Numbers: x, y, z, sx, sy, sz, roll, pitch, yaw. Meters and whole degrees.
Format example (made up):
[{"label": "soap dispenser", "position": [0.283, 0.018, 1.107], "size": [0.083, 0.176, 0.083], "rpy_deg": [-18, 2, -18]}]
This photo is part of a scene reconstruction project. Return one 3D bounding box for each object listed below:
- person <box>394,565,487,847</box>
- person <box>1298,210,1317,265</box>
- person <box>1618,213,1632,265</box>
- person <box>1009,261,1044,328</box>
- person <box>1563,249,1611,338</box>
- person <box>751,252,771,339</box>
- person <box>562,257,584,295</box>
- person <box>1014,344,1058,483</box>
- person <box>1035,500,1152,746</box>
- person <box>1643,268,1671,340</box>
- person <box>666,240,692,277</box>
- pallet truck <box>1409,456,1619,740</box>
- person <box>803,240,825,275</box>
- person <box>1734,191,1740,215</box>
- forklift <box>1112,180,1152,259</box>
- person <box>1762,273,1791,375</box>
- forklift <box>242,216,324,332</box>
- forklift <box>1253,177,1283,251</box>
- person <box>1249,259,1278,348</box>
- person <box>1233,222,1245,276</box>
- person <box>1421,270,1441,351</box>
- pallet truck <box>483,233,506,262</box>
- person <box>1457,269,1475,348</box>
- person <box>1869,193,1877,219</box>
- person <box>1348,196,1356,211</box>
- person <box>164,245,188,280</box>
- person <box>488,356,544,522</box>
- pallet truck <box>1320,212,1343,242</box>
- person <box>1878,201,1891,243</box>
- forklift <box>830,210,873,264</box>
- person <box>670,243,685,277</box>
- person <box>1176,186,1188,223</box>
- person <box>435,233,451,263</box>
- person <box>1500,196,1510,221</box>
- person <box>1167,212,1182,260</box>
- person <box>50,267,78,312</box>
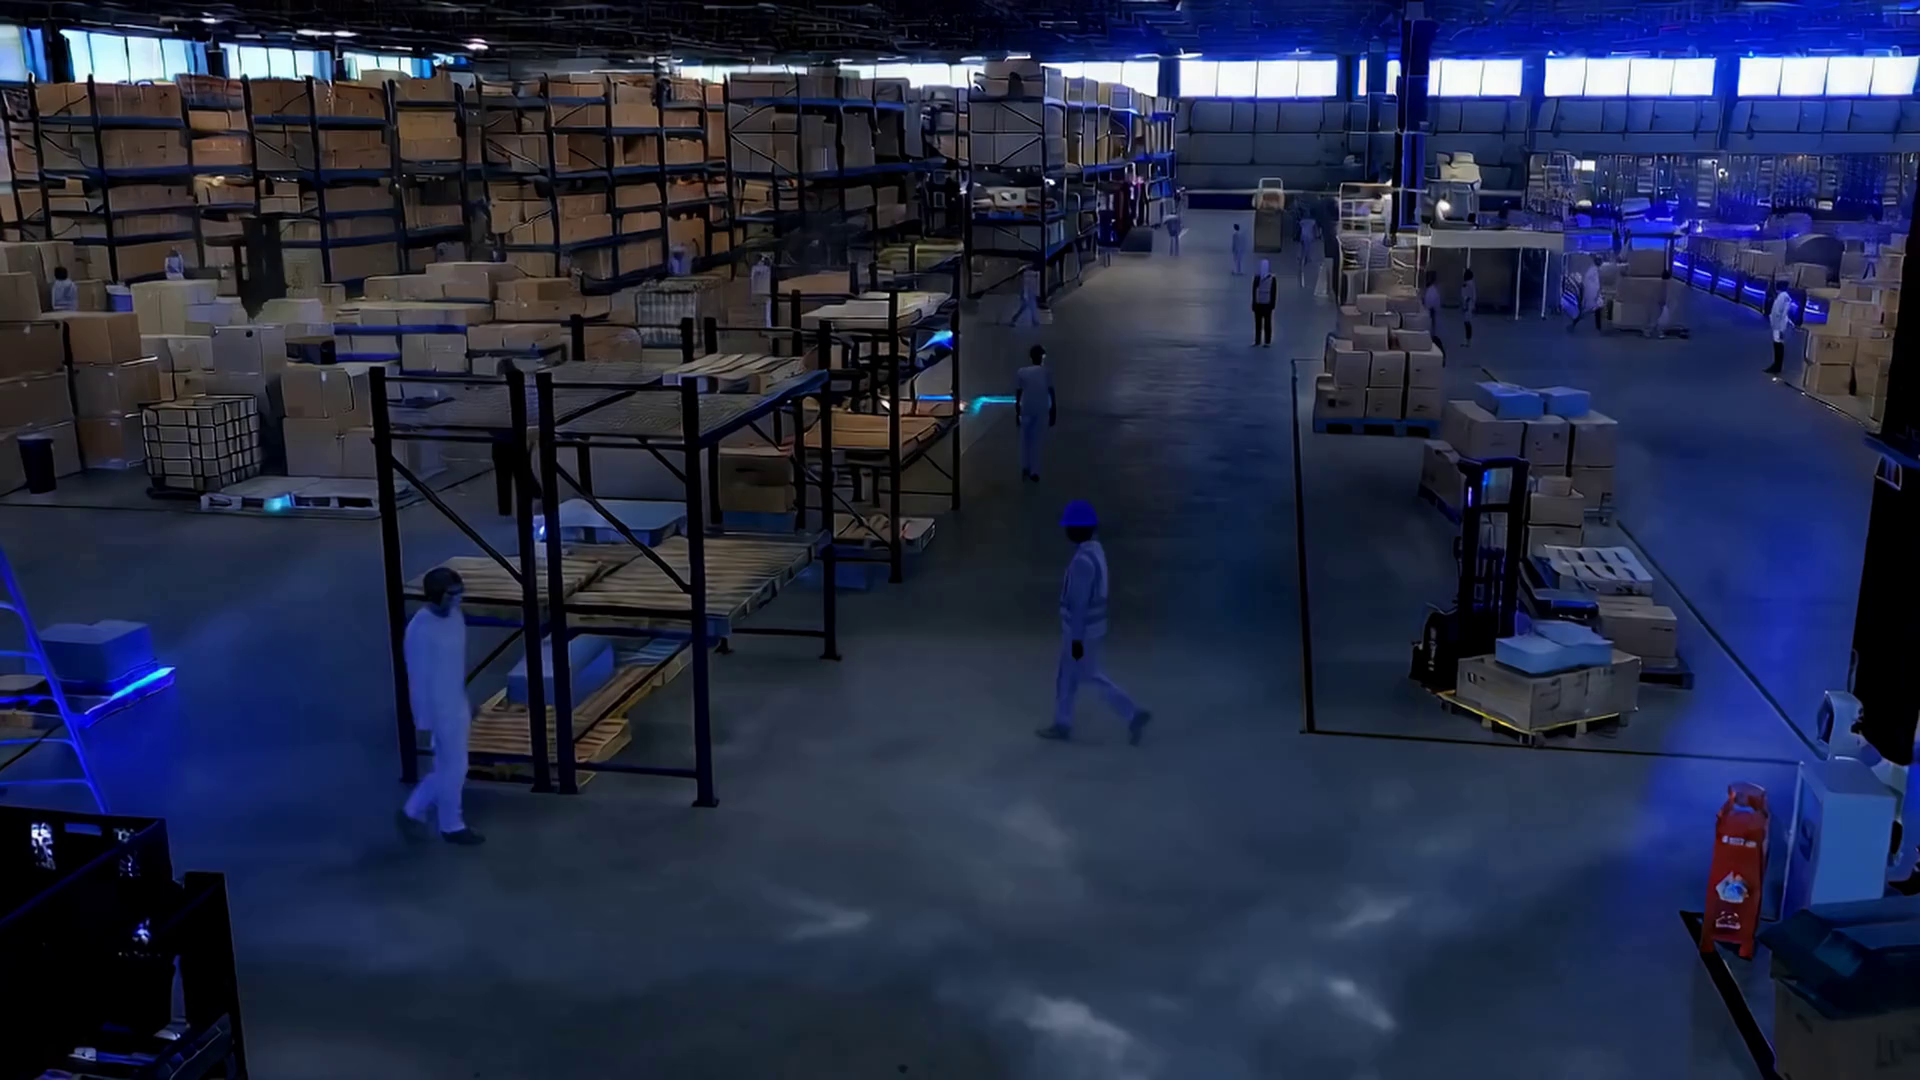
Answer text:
[{"label": "person", "position": [-3.363, 1.093, 10.735], "size": [0.486, 1.921, 0.637], "rpy_deg": [2, 14, 9]}, {"label": "person", "position": [12.153, -10.569, 58.147], "size": [0.655, 1.891, 0.528], "rpy_deg": [3, 14, 13]}, {"label": "person", "position": [23.220, -10.506, 58.055], "size": [0.403, 1.817, 0.601], "rpy_deg": [10, 17, 35]}, {"label": "person", "position": [1.579, -5.824, 39.484], "size": [0.769, 1.610, 0.511], "rpy_deg": [4, 14, 17]}, {"label": "person", "position": [14.237, -5.565, 37.618], "size": [0.997, 2.007, 0.623], "rpy_deg": [5, 15, 18]}, {"label": "person", "position": [-4.418, -5.531, 37.599], "size": [0.636, 1.939, 0.365], "rpy_deg": [-11, 18, -39]}, {"label": "person", "position": [-9.341, -6.018, 40.211], "size": [0.522, 1.631, 0.317], "rpy_deg": [-1, 14, -3]}, {"label": "person", "position": [1.021, -1.711, 22.276], "size": [0.575, 1.843, 0.749], "rpy_deg": [2, 14, 6]}, {"label": "person", "position": [1.021, 0.643, 12.582], "size": [0.844, 1.919, 0.617], "rpy_deg": [3, 14, 13]}, {"label": "person", "position": [15.646, -5.271, 37.206], "size": [0.489, 1.617, 0.501], "rpy_deg": [2, 14, 8]}, {"label": "person", "position": [-7.137, -6.667, 42.271], "size": [0.632, 1.924, 0.636], "rpy_deg": [-4, 14, -16]}, {"label": "pallet truck", "position": [4.504, 0.400, 13.395], "size": [0.823, 1.965, 1.885], "rpy_deg": [-6, 15, -23]}, {"label": "person", "position": [-3.636, -6.507, 41.535], "size": [0.635, 1.962, 0.841], "rpy_deg": [5, 15, 18]}, {"label": "person", "position": [37.319, -16.002, 79.897], "size": [0.376, 2.041, 0.615], "rpy_deg": [2, 14, 7]}, {"label": "forklift", "position": [6.082, -11.722, 60.796], "size": [1.873, 2.768, 1.129], "rpy_deg": [2, 14, 9]}, {"label": "person", "position": [15.742, -4.158, 32.027], "size": [0.373, 1.934, 0.551], "rpy_deg": [4, 14, 17]}, {"label": "forklift", "position": [-14.687, -5.452, 35.340], "size": [1.873, 2.768, 1.129], "rpy_deg": [3, 14, 10]}, {"label": "forklift", "position": [12.083, -12.747, 64.956], "size": [1.129, 2.768, 1.873], "rpy_deg": [3, 14, 10]}, {"label": "person", "position": [6.575, -5.107, 35.919], "size": [0.391, 1.919, 0.590], "rpy_deg": [-12, 18, -40]}, {"label": "person", "position": [9.024, -9.389, 53.714], "size": [0.494, 1.725, 0.558], "rpy_deg": [12, 18, 40]}, {"label": "person", "position": [9.165, -4.372, 32.907], "size": [0.971, 1.921, 0.634], "rpy_deg": [4, 14, 15]}, {"label": "pallet truck", "position": [-11.832, -7.026, 43.548], "size": [1.885, 1.965, 0.823], "rpy_deg": [8, 16, 28]}, {"label": "person", "position": [10.988, -5.020, 36.023], "size": [0.319, 1.695, 0.536], "rpy_deg": [3, 14, 13]}, {"label": "person", "position": [43.083, -15.674, 78.657], "size": [0.373, 1.997, 0.618], "rpy_deg": [-4, 14, -15]}, {"label": "person", "position": [19.602, -16.550, 82.940], "size": [0.522, 1.645, 0.305], "rpy_deg": [2, 14, 8]}, {"label": "person", "position": [-20.600, -6.911, 43.703], "size": [0.557, 1.682, 0.374], "rpy_deg": [-7, 16, -27]}, {"label": "person", "position": [-5.287, -1.191, 19.766], "size": [0.693, 2.000, 0.731], "rpy_deg": [-11, 18, -39]}, {"label": "pallet truck", "position": [15.874, -13.227, 70.310], "size": [0.680, 1.201, 1.601], "rpy_deg": [10, 17, 35]}, {"label": "person", "position": [38.536, -13.194, 69.125], "size": [0.746, 1.741, 0.530], "rpy_deg": [5, 15, 19]}, {"label": "forklift", "position": [-2.471, -6.162, 38.222], "size": [1.129, 2.768, 1.873], "rpy_deg": [3, 14, 10]}, {"label": "person", "position": [-6.913, -6.315, 40.803], "size": [0.423, 1.920, 0.552], "rpy_deg": [2, 14, 7]}, {"label": "person", "position": [11.241, -17.016, 84.333], "size": [0.645, 1.902, 0.873], "rpy_deg": [-3, 14, -12]}, {"label": "person", "position": [-14.416, -7.637, 46.379], "size": [0.429, 1.836, 0.632], "rpy_deg": [2, 14, 10]}, {"label": "person", "position": [23.932, -14.150, 72.886], "size": [0.835, 1.802, 0.596], "rpy_deg": [3, 14, 11]}, {"label": "person", "position": [7.823, -11.111, 60.694], "size": [0.535, 1.728, 0.816], "rpy_deg": [2, 14, 8]}, {"label": "person", "position": [-18.701, -4.776, 34.730], "size": [0.619, 1.845, 0.430], "rpy_deg": [5, 15, 20]}]
